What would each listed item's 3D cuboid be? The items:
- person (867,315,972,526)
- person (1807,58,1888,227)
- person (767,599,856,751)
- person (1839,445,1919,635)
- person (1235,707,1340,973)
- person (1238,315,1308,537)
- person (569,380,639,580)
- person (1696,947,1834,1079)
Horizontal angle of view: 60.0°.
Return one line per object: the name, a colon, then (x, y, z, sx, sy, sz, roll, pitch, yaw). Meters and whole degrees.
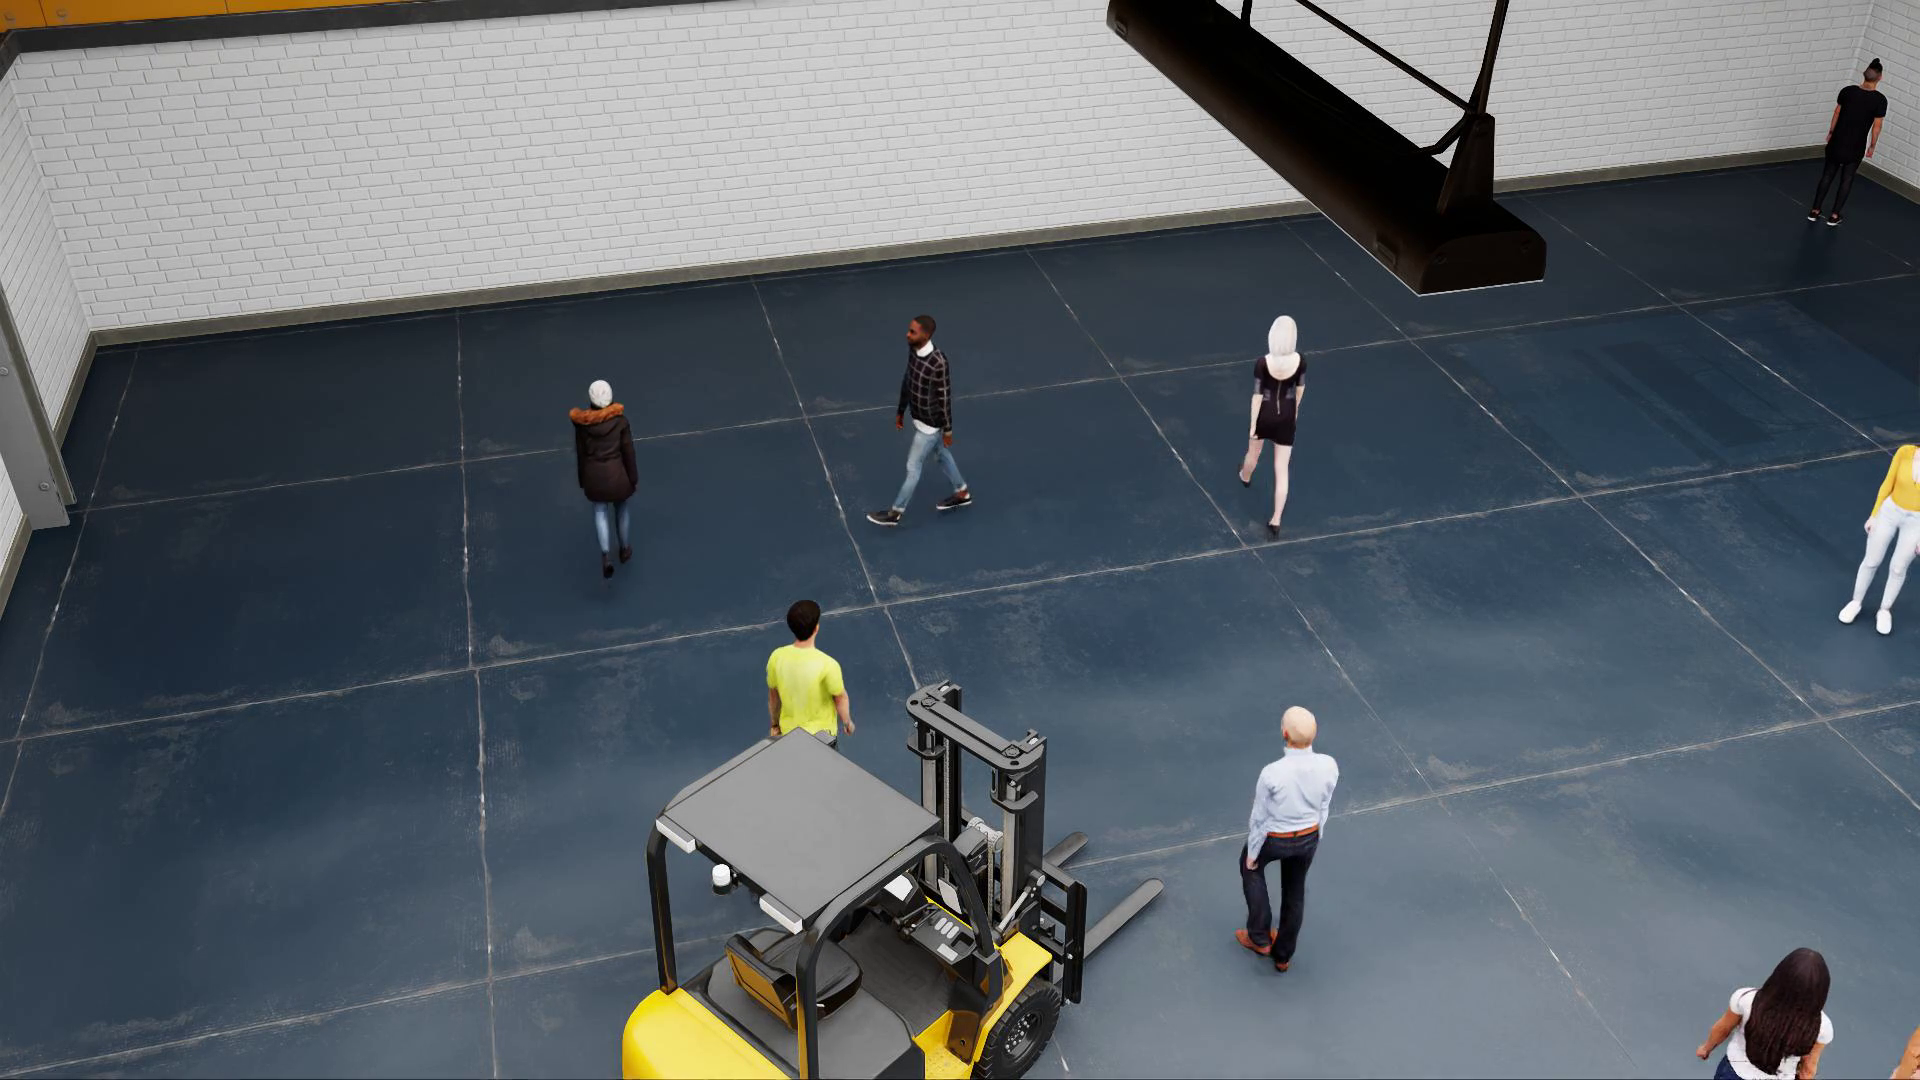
person: (-0.157, -0.957, 13.170, 0.900, 1.770, 1.169, -15, 37, -22)
person: (9.761, -4.384, 18.240, 0.714, 1.865, 0.833, 28, 43, 35)
person: (-0.942, 1.160, 10.055, 0.767, 1.694, 0.812, 13, 36, 18)
person: (6.780, -0.129, 11.946, 0.655, 1.747, 0.743, 26, 41, 33)
person: (1.820, 1.720, 9.136, 0.671, 1.777, 0.628, -5, 34, -8)
person: (2.488, -0.855, 13.002, 0.739, 1.786, 1.197, -2, 34, -3)
person: (-2.665, -0.437, 12.523, 0.683, 1.620, 0.913, -3, 34, -5)
person: (3.699, 2.651, 7.780, 1.028, 1.728, 1.207, 11, 35, 16)
